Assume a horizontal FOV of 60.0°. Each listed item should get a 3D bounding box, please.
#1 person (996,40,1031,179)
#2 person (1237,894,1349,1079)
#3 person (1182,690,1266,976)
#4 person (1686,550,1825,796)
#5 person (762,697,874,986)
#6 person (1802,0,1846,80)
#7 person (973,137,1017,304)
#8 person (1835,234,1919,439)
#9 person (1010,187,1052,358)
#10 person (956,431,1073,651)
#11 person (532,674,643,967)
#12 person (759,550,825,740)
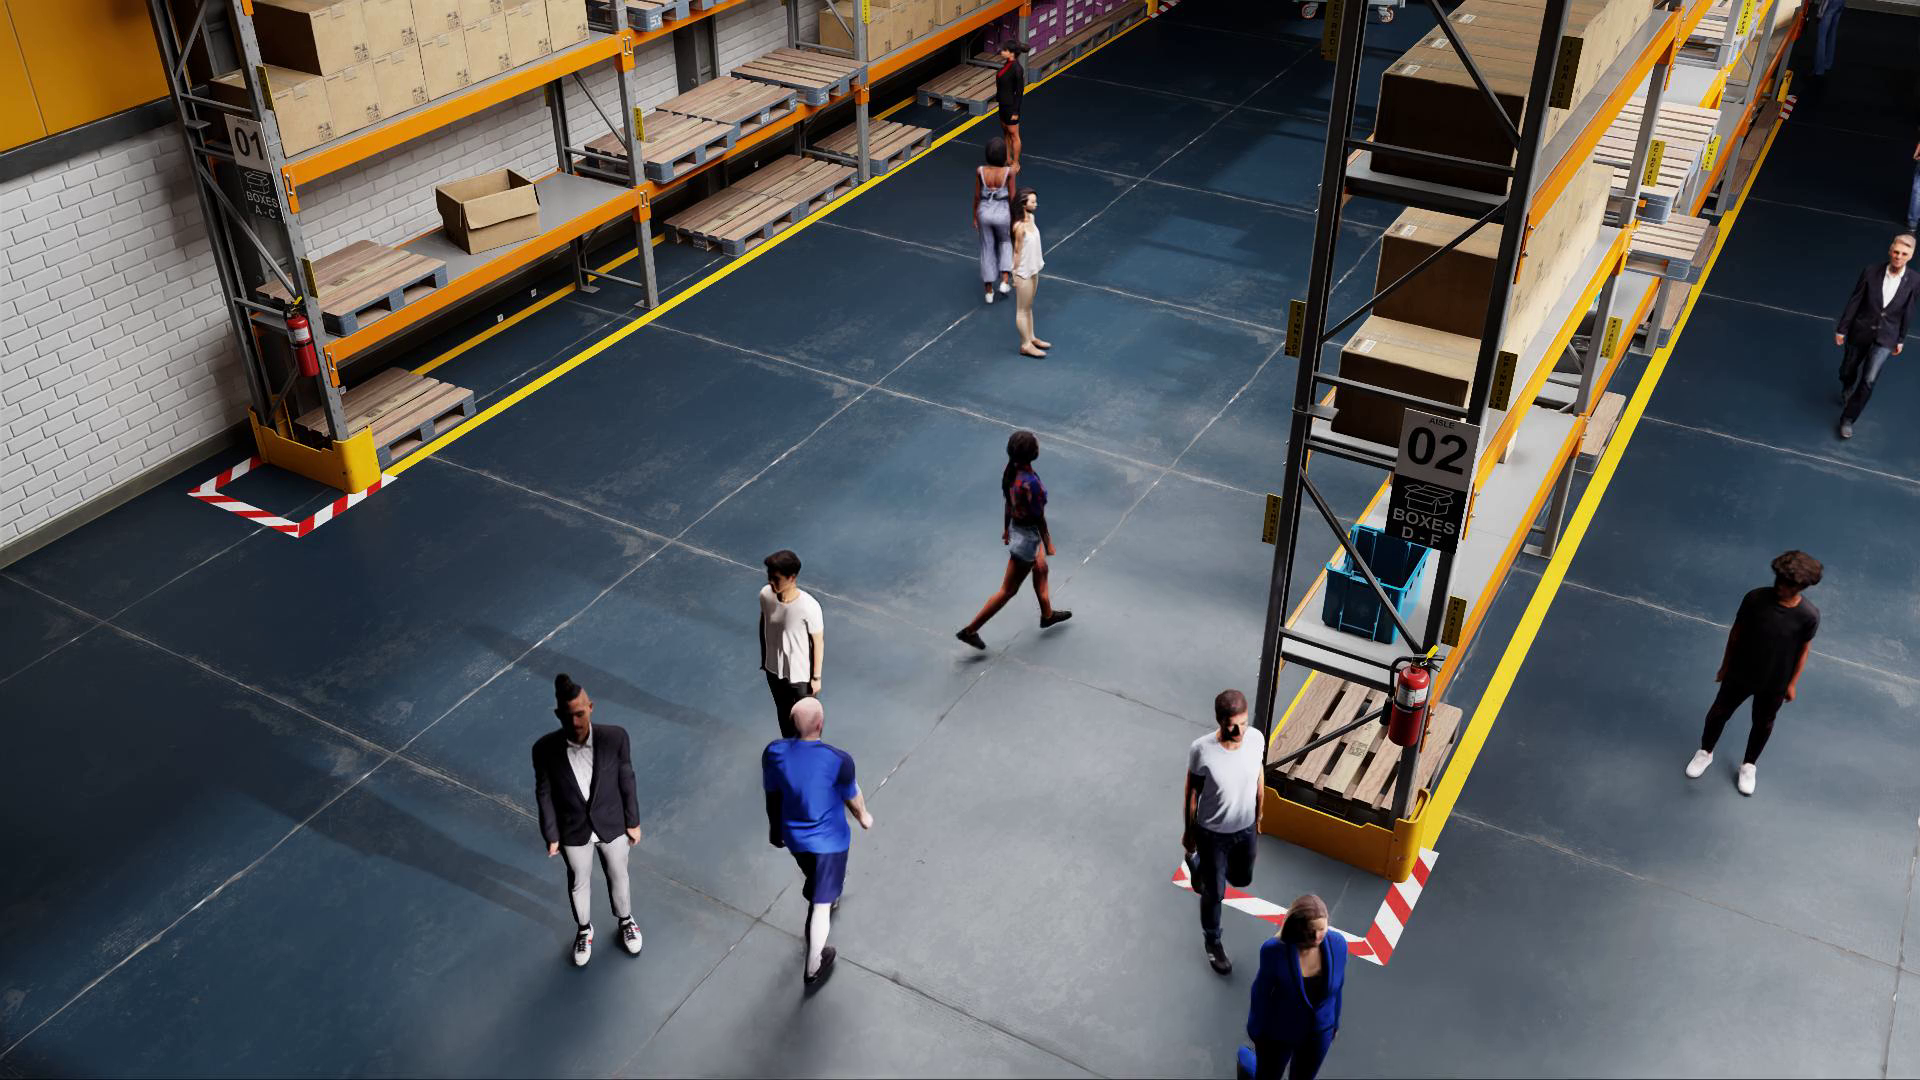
[{"bbox_3d":[0.583,-5.040,19.464,0.771,1.639,0.712,-11,35,-16],"label":"person"},{"bbox_3d":[1.634,2.357,8.292,0.892,1.689,0.956,-8,34,-12],"label":"person"},{"bbox_3d":[1.452,1.553,9.356,1.018,1.849,1.048,-11,35,-16],"label":"person"},{"bbox_3d":[5.077,0.810,10.535,0.613,1.780,0.532,18,37,24],"label":"person"},{"bbox_3d":[-0.838,1.697,9.182,0.768,1.801,1.095,14,36,20],"label":"person"},{"bbox_3d":[11.814,-7.168,22.531,0.626,1.789,0.758,-26,41,-33],"label":"person"},{"bbox_3d":[0.348,-3.156,16.591,0.738,1.682,0.806,1,34,1],"label":"person"},{"bbox_3d":[7.979,-1.835,14.505,0.697,1.793,1.054,18,38,25],"label":"person"},{"bbox_3d":[0.612,-2.543,15.695,0.650,1.654,0.613,-4,34,-6],"label":"person"},{"bbox_3d":[0.373,0.046,11.754,1.219,1.704,1.072,-12,36,-18],"label":"person"},{"bbox_3d":[-2.066,1.540,9.286,0.786,1.948,0.846,-8,34,-12],"label":"person"},{"bbox_3d":[-1.068,0.781,10.633,0.640,1.721,0.542,21,39,28],"label":"person"}]
